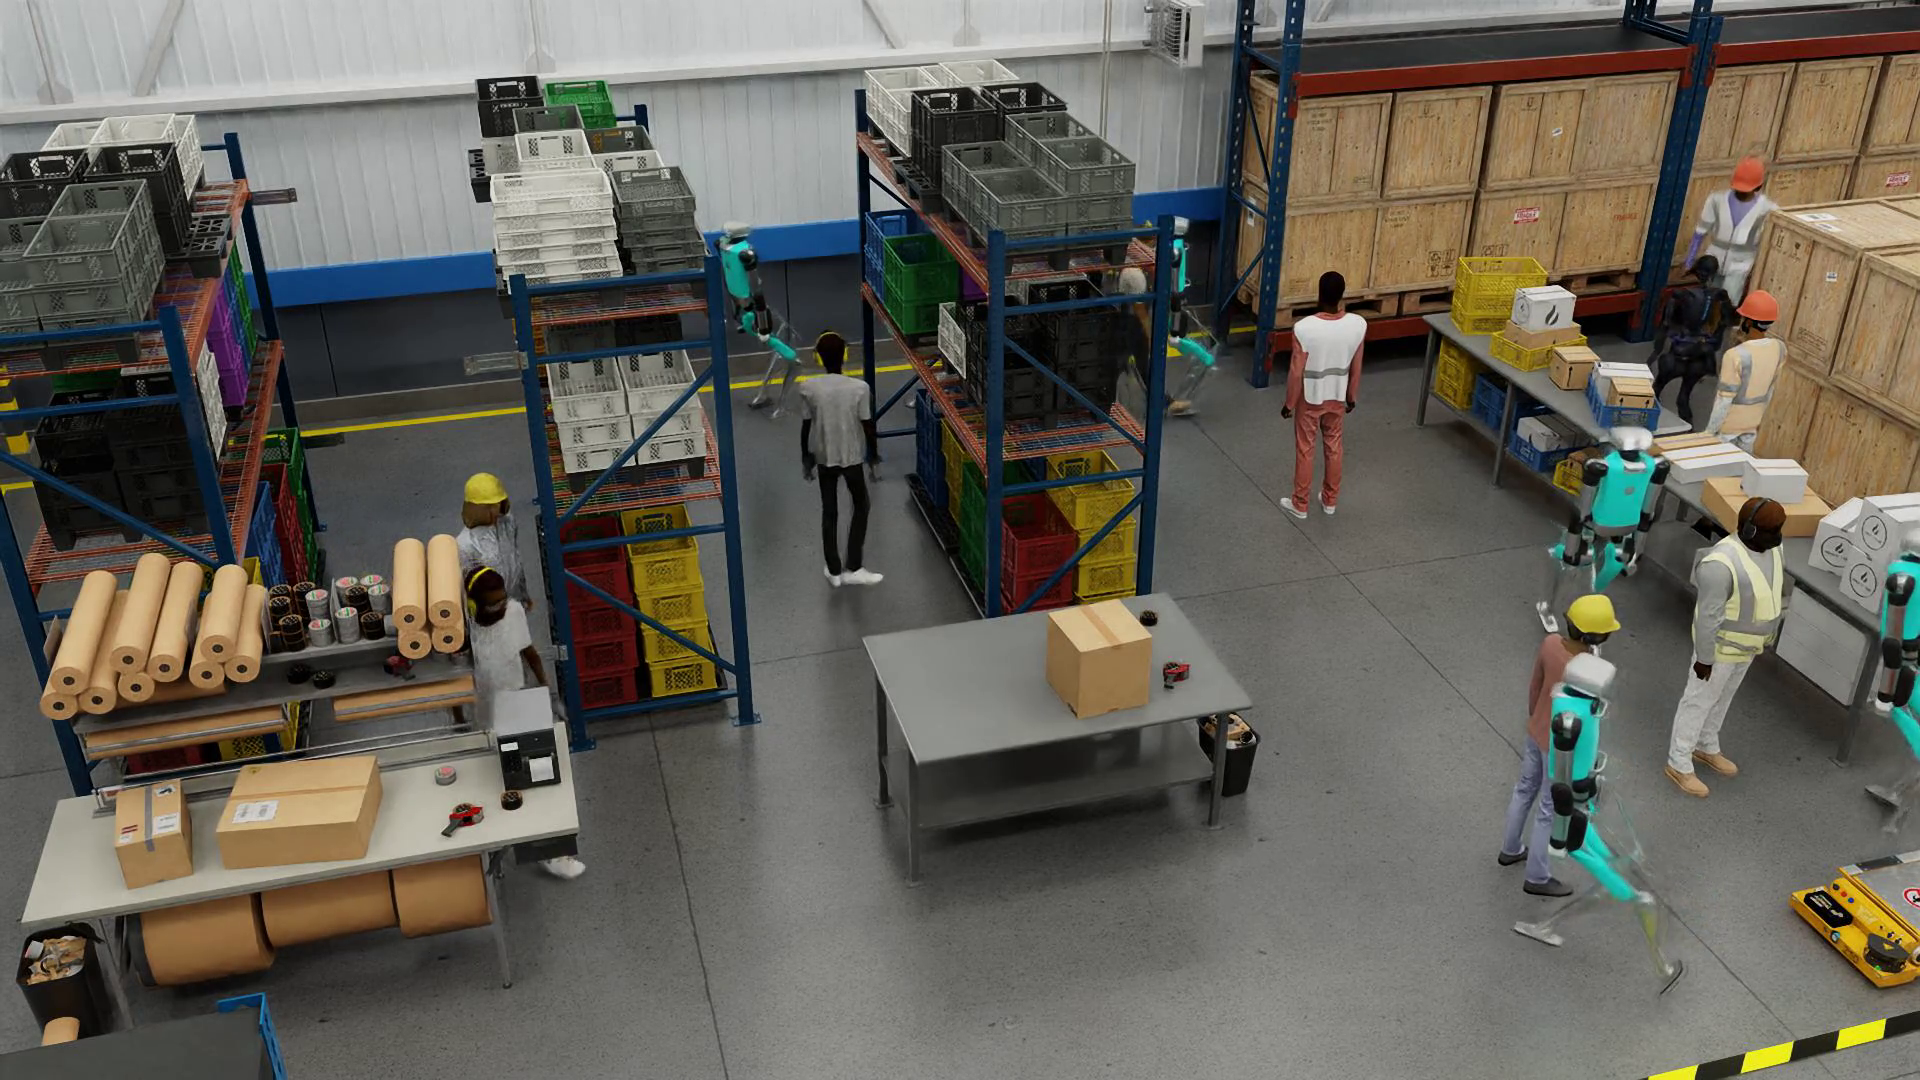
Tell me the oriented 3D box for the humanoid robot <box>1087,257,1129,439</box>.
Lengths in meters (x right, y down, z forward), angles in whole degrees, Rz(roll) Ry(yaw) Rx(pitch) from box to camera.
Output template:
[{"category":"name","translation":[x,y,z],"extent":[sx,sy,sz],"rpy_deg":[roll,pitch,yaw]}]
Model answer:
[{"category":"humanoid robot","translation":[1.074,-1.535,13.508],"extent":[0.609,1.639,0.423],"rpy_deg":[1,29,1]}]

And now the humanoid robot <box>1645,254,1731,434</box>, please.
[{"category":"humanoid robot","translation":[5.887,-1.514,13.484],"extent":[0.614,1.622,0.543],"rpy_deg":[-3,29,-6]}]

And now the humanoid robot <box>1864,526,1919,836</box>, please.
[{"category":"humanoid robot","translation":[5.332,0.826,9.149],"extent":[0.767,1.794,0.530],"rpy_deg":[23,36,35]}]

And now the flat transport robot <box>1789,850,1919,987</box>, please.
[{"category":"flat transport robot","translation":[5.163,1.916,8.676],"extent":[1.431,0.231,0.659],"rpy_deg":[-8,30,-14]}]

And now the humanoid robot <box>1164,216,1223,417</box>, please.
[{"category":"humanoid robot","translation":[1.969,-1.816,13.965],"extent":[0.673,1.821,0.540],"rpy_deg":[1,29,1]}]

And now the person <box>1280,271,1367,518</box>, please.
[{"category":"person","translation":[2.695,-1.063,12.384],"extent":[0.596,1.916,0.371],"rpy_deg":[-8,30,-14]}]

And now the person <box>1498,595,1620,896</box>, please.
[{"category":"person","translation":[3.141,1.053,8.688],"extent":[0.329,1.767,0.526],"rpy_deg":[-6,29,-10]}]

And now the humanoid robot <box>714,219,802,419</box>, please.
[{"category":"humanoid robot","translation":[-1.639,-1.890,14.050],"extent":[0.726,1.757,0.530],"rpy_deg":[-20,35,-32]}]

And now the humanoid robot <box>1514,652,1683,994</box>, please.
[{"category":"humanoid robot","translation":[3.254,1.415,8.076],"extent":[0.963,1.766,0.558],"rpy_deg":[15,32,25]}]

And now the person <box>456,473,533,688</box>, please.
[{"category":"person","translation":[-2.736,0.394,9.911],"extent":[0.289,1.746,0.486],"rpy_deg":[13,31,23]}]

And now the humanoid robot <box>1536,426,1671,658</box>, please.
[{"category":"humanoid robot","translation":[4.052,-0.029,10.734],"extent":[0.530,1.775,1.006],"rpy_deg":[-2,29,-4]}]

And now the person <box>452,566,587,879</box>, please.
[{"category":"person","translation":[-2.362,0.949,8.826],"extent":[0.932,1.823,0.499],"rpy_deg":[14,32,24]}]

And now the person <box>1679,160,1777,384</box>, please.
[{"category":"person","translation":[6.872,-2.478,14.896],"extent":[0.651,1.985,1.074],"rpy_deg":[21,35,33]}]

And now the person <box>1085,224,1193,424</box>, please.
[{"category":"person","translation":[1.497,-1.753,13.763],"extent":[0.934,1.791,0.529],"rpy_deg":[2,29,3]}]

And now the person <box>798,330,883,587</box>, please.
[{"category":"person","translation":[-0.820,-0.541,11.506],"extent":[0.565,1.850,0.407],"rpy_deg":[1,29,2]}]

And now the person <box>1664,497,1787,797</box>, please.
[{"category":"person","translation":[4.383,0.588,9.459],"extent":[0.624,1.844,0.429],"rpy_deg":[-21,35,-33]}]

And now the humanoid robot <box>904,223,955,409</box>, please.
[{"category":"humanoid robot","translation":[-0.068,-1.929,14.167],"extent":[1.051,1.733,0.558],"rpy_deg":[-22,36,-35]}]

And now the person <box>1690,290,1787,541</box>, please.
[{"category":"person","translation":[5.578,-0.869,12.011],"extent":[0.550,1.936,0.354],"rpy_deg":[-13,31,-23]}]
